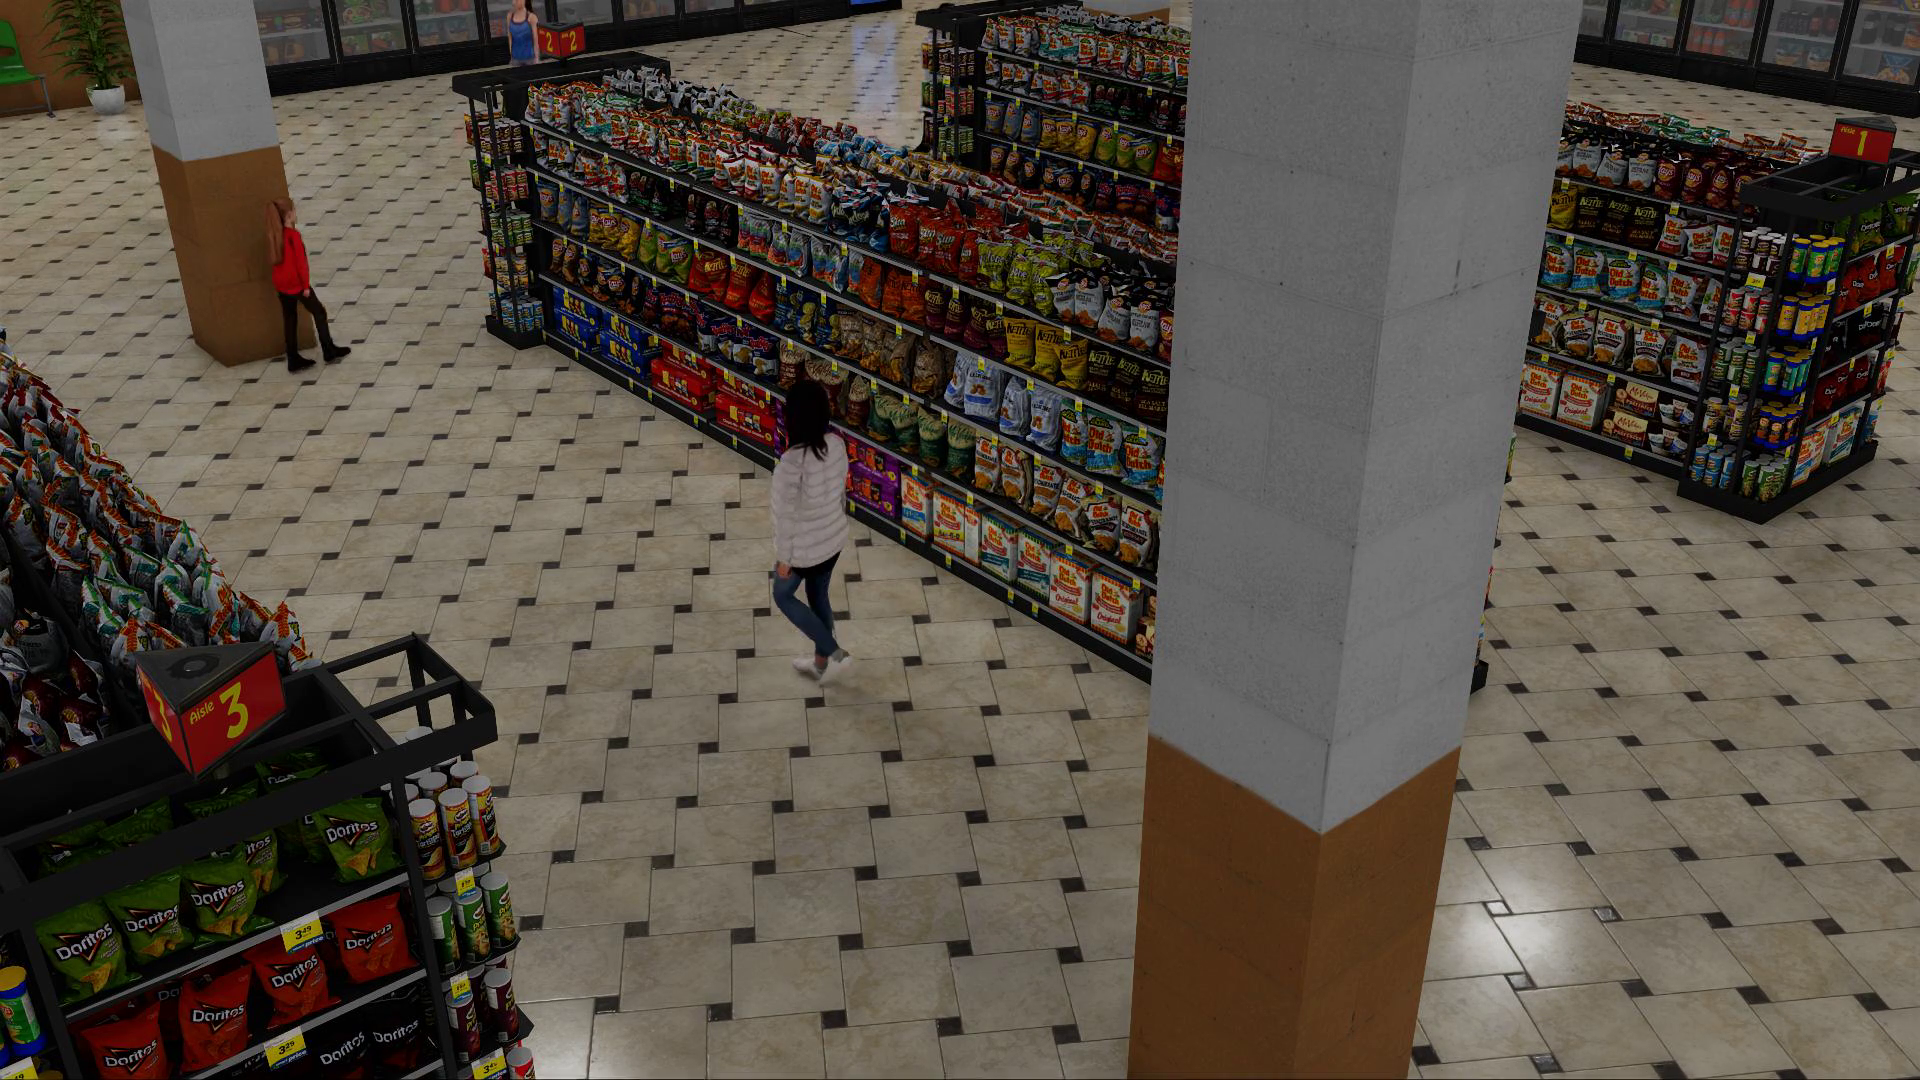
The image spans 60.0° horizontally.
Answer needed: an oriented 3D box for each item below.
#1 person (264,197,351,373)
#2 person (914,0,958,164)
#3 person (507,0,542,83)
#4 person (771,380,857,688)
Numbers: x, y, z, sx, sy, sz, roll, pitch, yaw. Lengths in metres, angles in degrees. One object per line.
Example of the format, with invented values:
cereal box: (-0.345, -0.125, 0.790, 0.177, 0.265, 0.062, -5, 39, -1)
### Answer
person: (-4.936, -1.849, 12.194, 0.732, 1.261, 0.718, 15, 31, 27)
person: (-0.258, -4.187, 16.108, 1.177, 1.891, 0.816, 22, 34, 37)
person: (-4.927, -5.489, 18.993, 0.684, 1.603, 0.761, 11, 29, 20)
person: (-0.673, 0.021, 8.101, 0.774, 1.626, 0.717, 18, 32, 31)
